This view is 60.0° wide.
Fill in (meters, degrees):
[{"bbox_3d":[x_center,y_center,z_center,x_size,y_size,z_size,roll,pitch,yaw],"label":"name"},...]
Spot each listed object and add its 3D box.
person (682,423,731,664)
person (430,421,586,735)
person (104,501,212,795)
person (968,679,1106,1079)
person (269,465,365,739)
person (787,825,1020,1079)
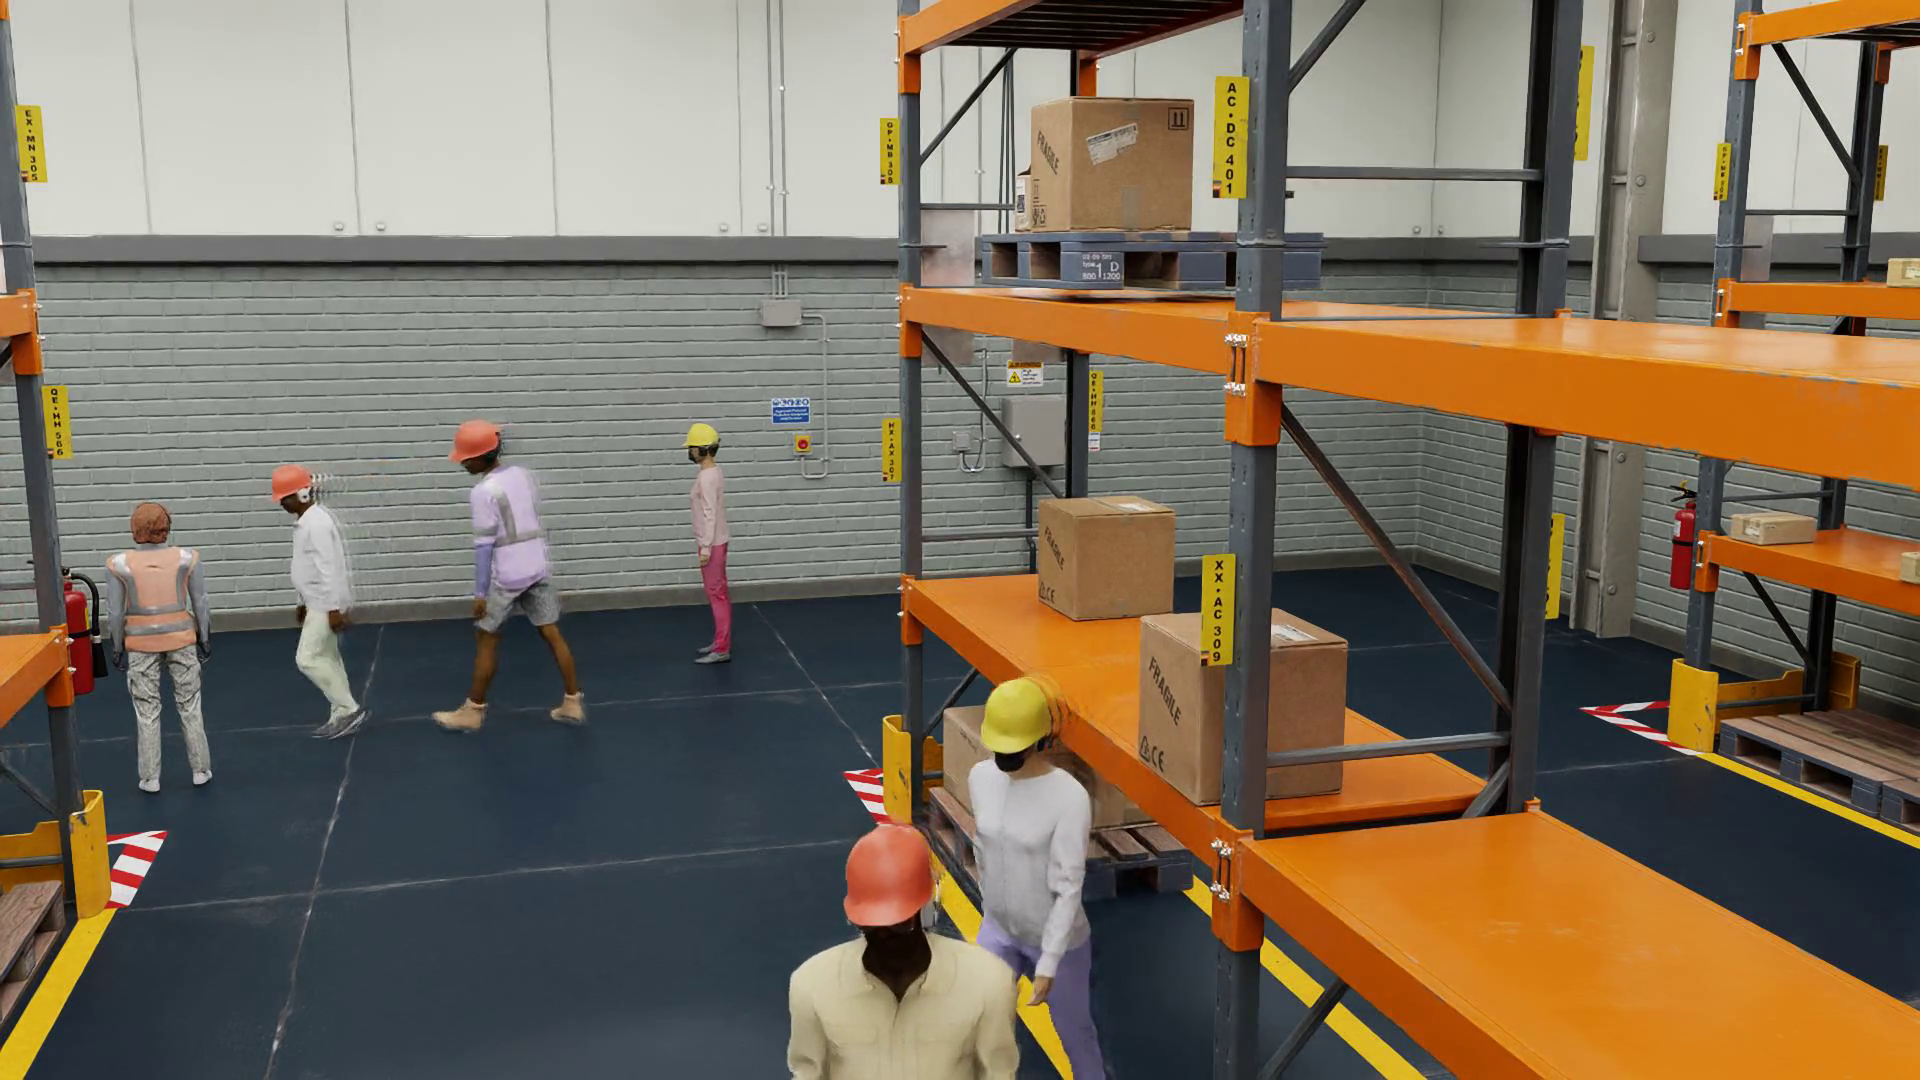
[{"bbox_3d":[-1.851,0.028,12.195,0.331,1.767,0.527,0,10,-2],"label":"person"},{"bbox_3d":[-2.834,0.236,10.417,0.886,1.966,0.668,3,10,18],"label":"person"},{"bbox_3d":[-4.460,0.602,9.288,0.523,1.638,0.310,-6,11,-29],"label":"person"},{"bbox_3d":[0.189,1.270,5.280,0.523,1.710,0.873,8,13,39],"label":"person"},{"bbox_3d":[-3.990,0.388,10.279,0.445,1.711,0.591,-5,11,-28],"label":"person"},{"bbox_3d":[-0.130,1.482,3.988,0.573,1.733,0.583,0,10,3],"label":"person"}]
